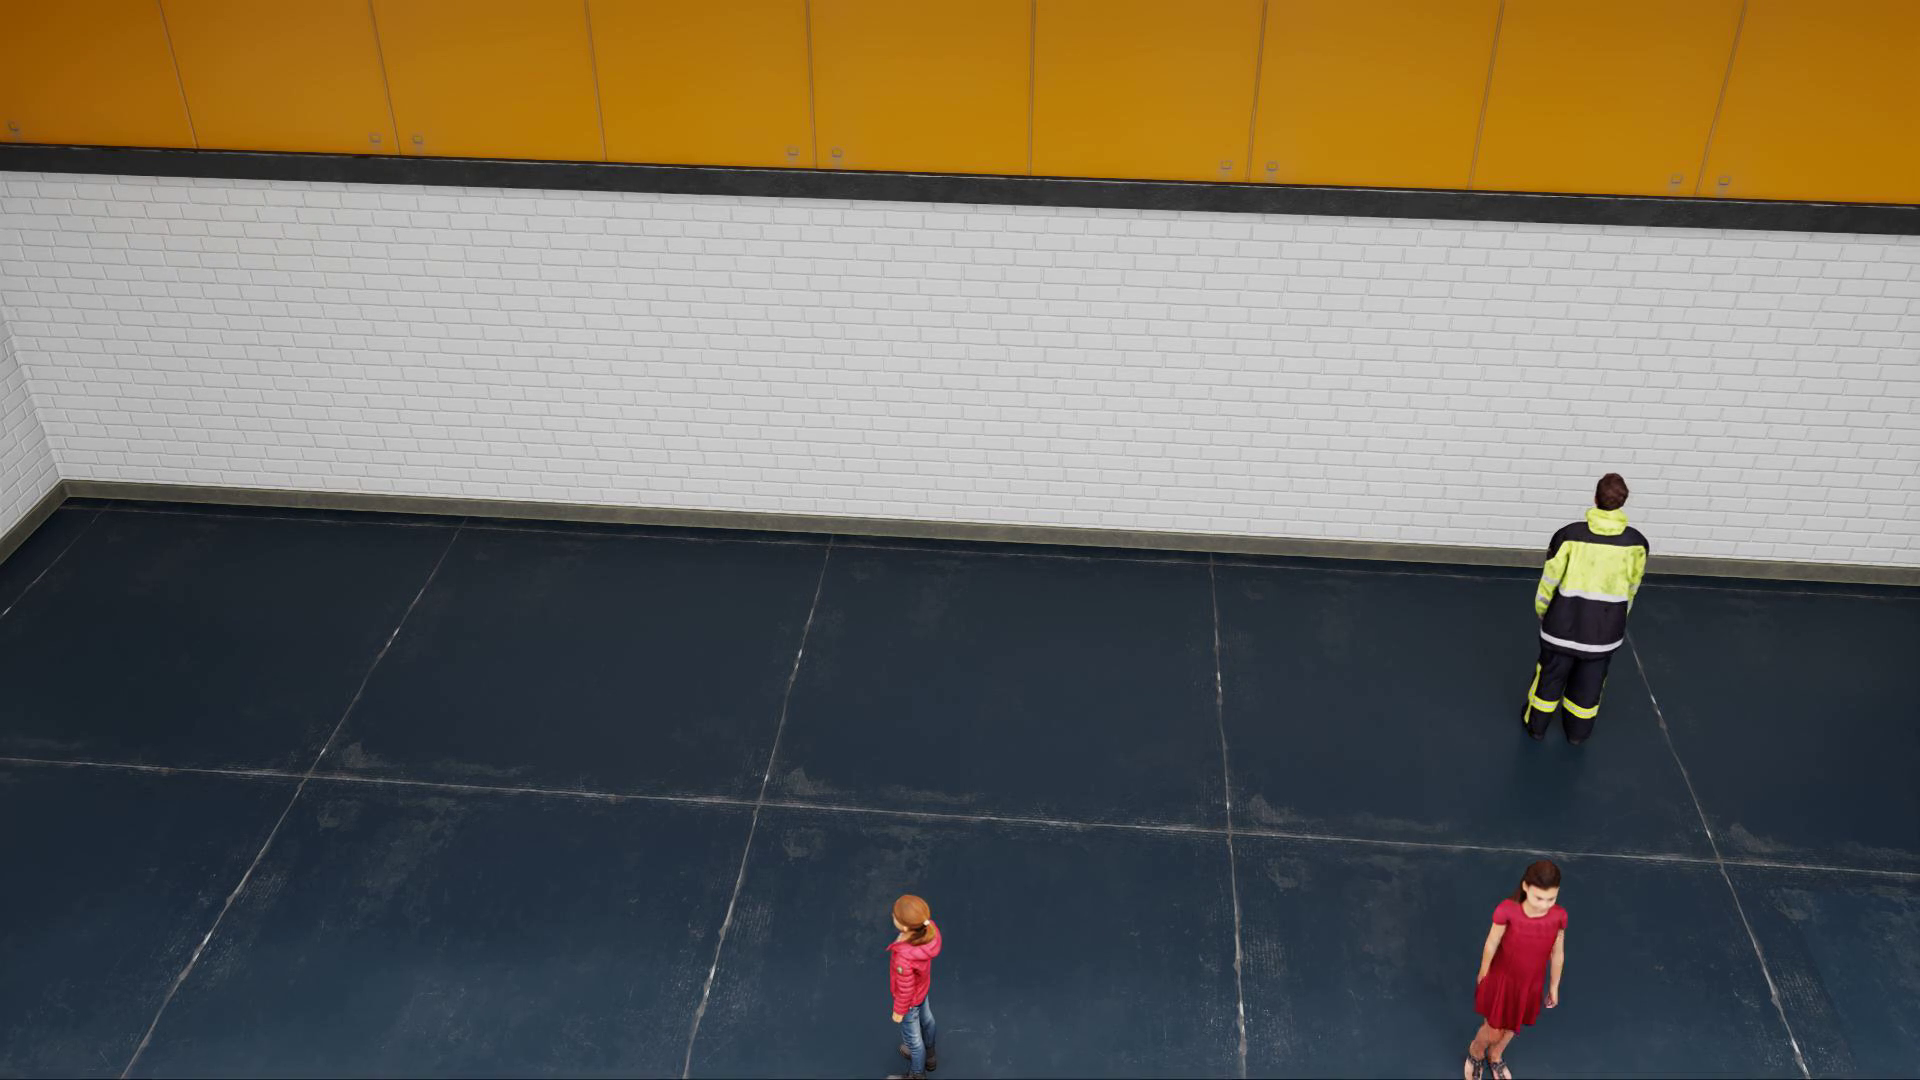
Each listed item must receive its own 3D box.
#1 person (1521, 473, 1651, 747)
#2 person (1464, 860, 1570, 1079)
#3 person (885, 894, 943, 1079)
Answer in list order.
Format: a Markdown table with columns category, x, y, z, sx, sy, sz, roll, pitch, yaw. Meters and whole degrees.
| category | x | y | z | sx | sy | sz | roll | pitch | yaw |
| --- | --- | --- | --- | --- | --- | --- | --- | --- | --- |
| person | 4.038 | 0.460 | 10.752 | 0.784 | 1.976 | 0.663 | 6 | 34 | 8 |
| person | 2.853 | 2.176 | 8.561 | 0.582 | 1.543 | 0.644 | -1 | 34 | -2 |
| person | -0.232 | 2.319 | 8.550 | 0.617 | 1.318 | 0.503 | 11 | 35 | 16 |
